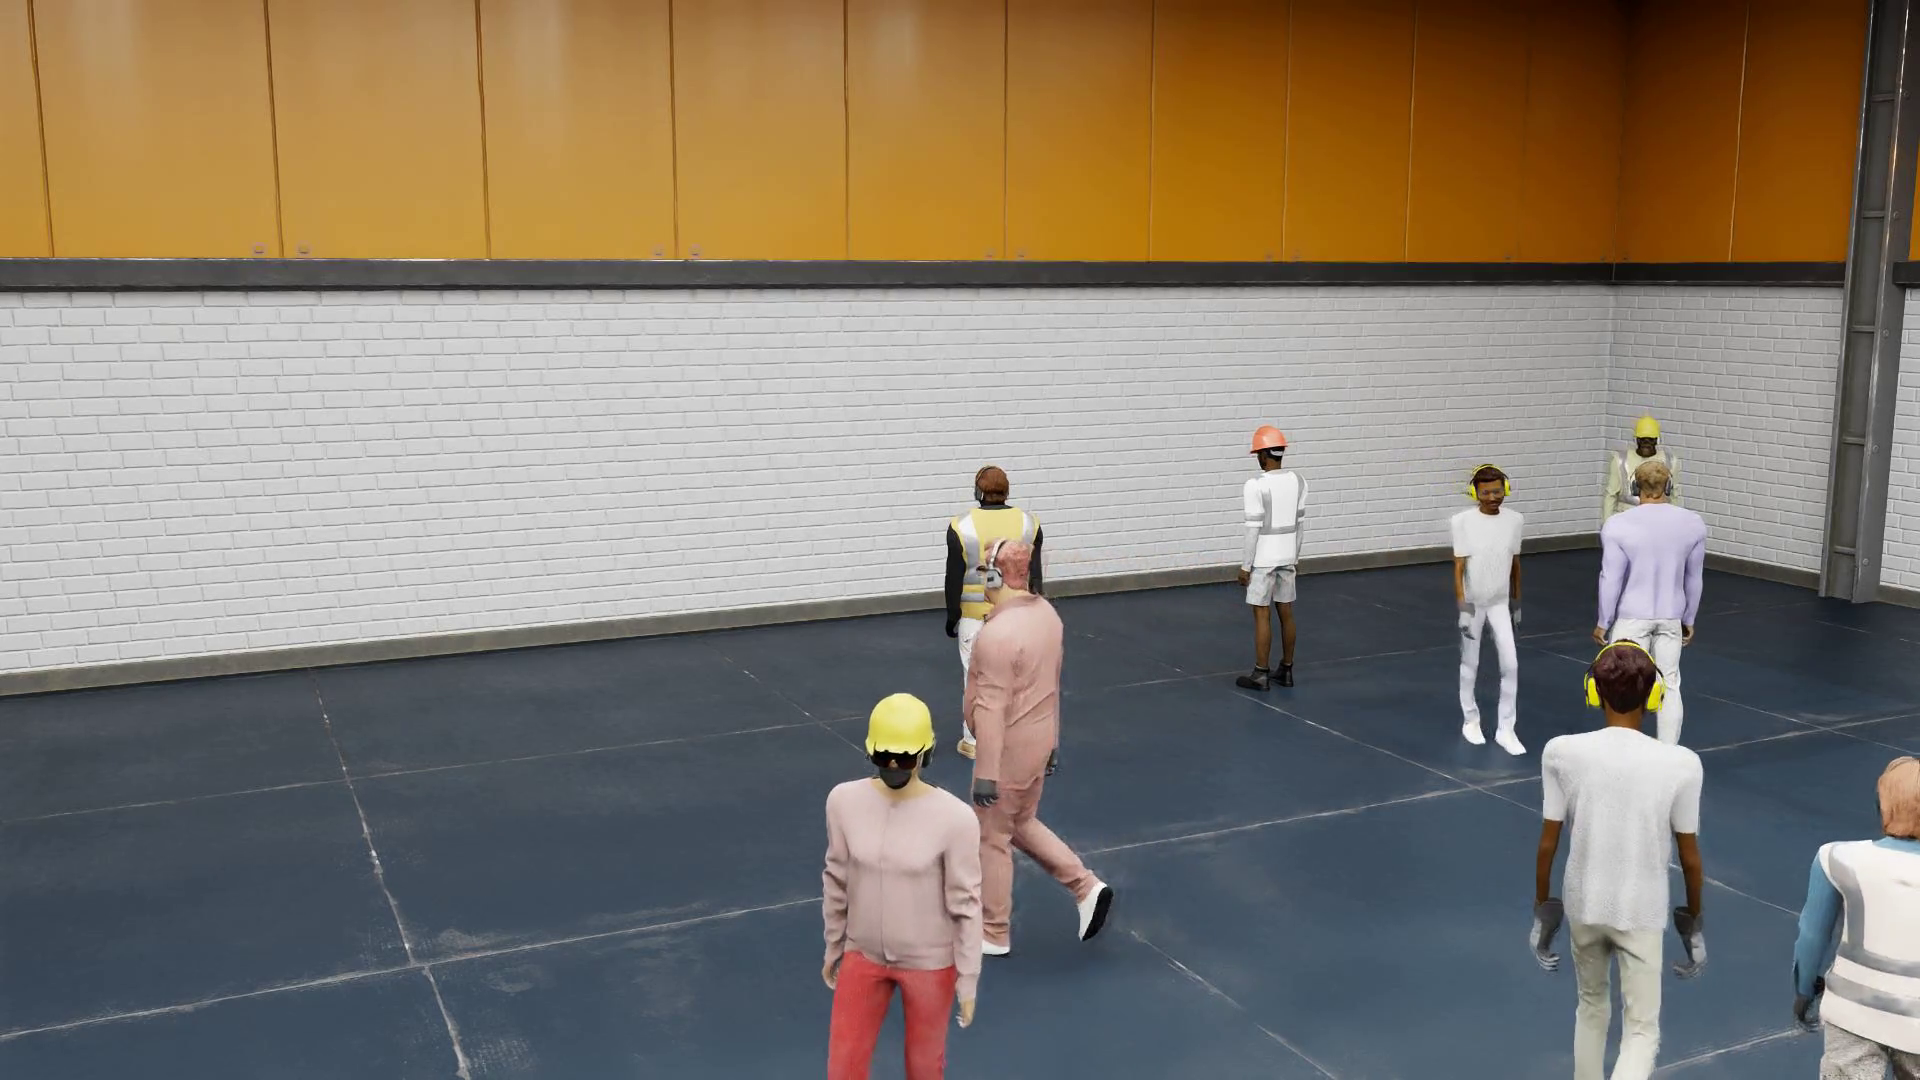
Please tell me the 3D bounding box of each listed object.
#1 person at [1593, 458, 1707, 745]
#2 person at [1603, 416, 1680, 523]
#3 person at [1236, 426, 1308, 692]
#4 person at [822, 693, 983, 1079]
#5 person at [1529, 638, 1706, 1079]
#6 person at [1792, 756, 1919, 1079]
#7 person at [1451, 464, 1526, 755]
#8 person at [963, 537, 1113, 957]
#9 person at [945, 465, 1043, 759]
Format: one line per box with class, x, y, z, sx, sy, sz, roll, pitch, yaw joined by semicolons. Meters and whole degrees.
person;4.091;0.481;9.917;0.627;1.934;0.370;0;9;-2
person;5.971;-0.205;14.611;0.604;1.796;0.902;3;10;20
person;2.243;0.134;12.080;0.542;1.931;0.366;-5;11;-31
person;-0.205;1.334;5.144;0.554;1.750;0.489;3;10;17
person;2.134;1.248;5.423;0.534;1.845;0.781;6;11;32
person;2.798;1.433;5.002;0.539;1.604;0.767;5;10;29
person;3.353;0.437;10.507;0.524;1.829;0.744;-1;9;-4
person;0.292;0.928;7.302;0.642;1.885;0.648;4;10;22
person;0.200;0.450;10.393;0.634;1.841;0.429;-3;9;-15
